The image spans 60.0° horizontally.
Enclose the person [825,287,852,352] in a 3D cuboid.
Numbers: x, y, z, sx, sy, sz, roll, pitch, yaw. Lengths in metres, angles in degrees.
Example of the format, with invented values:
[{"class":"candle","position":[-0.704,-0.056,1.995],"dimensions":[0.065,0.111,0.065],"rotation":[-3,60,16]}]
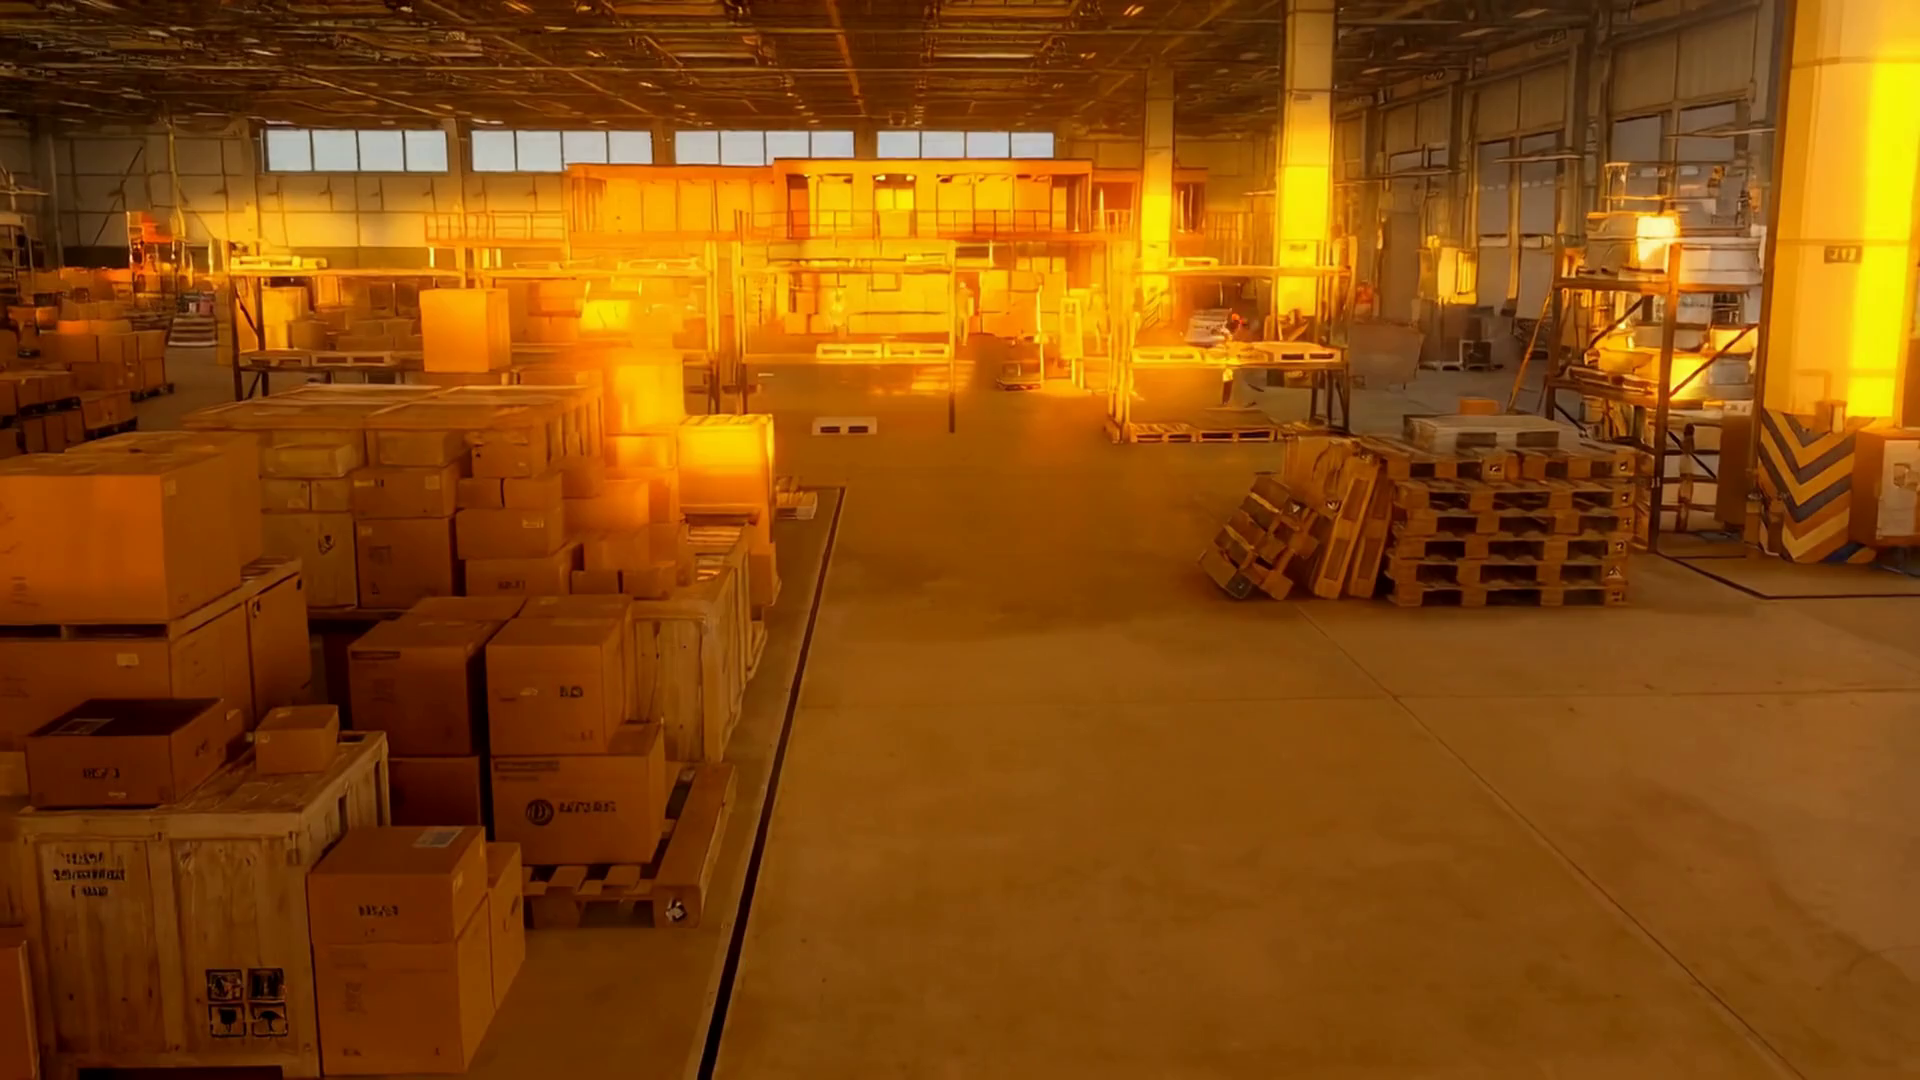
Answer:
[{"class":"person","position":[-3.060,-5.368,41.650],"dimensions":[0.594,1.885,0.925],"rotation":[3,11,16]}]

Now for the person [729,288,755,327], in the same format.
[{"class":"person","position":[-5.856,-5.871,44.722],"dimensions":[0.637,1.794,0.951],"rotation":[-8,13,-38]}]

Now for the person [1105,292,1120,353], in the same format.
[{"class":"person","position":[3.442,-4.511,36.811],"dimensions":[0.587,1.918,0.410],"rotation":[-7,13,-36]}]

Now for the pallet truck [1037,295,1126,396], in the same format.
[{"class":"pallet truck","position":[2.483,-3.881,33.060],"dimensions":[1.885,1.965,0.823],"rotation":[-7,13,-36]}]

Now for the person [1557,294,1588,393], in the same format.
[{"class":"person","position":[12.307,-3.941,33.401],"dimensions":[0.621,1.992,0.397],"rotation":[1,10,6]}]

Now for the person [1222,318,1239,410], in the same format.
[{"class":"person","position":[4.788,-3.076,29.409],"dimensions":[0.318,1.698,0.535],"rotation":[4,11,21]}]

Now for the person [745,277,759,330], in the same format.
[{"class":"person","position":[-7.428,-8.156,57.413],"dimensions":[0.889,1.813,0.624],"rotation":[-3,11,-15]}]

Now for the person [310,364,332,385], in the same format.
[{"class":"person","position":[-6.247,-0.813,16.391],"dimensions":[0.505,1.847,0.344],"rotation":[3,11,16]}]

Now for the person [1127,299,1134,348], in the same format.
[{"class":"person","position":[3.893,-4.935,39.712],"dimensions":[0.510,1.703,0.861],"rotation":[-3,11,-15]}]

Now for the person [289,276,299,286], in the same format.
[{"class":"person","position":[-19.662,-6.800,49.236],"dimensions":[0.626,2.024,0.432],"rotation":[-10,14,-43]}]

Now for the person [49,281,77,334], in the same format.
[{"class":"person","position":[-23.291,-5.753,43.369],"dimensions":[0.535,2.000,0.768],"rotation":[1,10,8]}]

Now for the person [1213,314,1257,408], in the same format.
[{"class":"person","position":[5.086,-3.273,30.442],"dimensions":[0.904,1.723,0.525],"rotation":[-2,10,-10]}]

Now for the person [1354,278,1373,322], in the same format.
[{"class":"person","position":[12.773,-7.332,52.574],"dimensions":[0.552,1.910,0.943],"rotation":[7,12,33]}]

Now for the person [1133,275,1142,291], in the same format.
[{"class":"person","position":[6.999,-9.581,64.944],"dimensions":[0.637,1.957,0.898],"rotation":[-7,12,-34]}]

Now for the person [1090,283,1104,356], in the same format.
[{"class":"person","position":[3.632,-5.864,44.258],"dimensions":[0.403,1.943,0.606],"rotation":[1,10,6]}]

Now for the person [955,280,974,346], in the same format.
[{"class":"person","position":[0.089,-6.670,48.876],"dimensions":[0.628,1.901,0.878],"rotation":[0,10,2]}]

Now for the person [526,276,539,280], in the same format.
[{"class":"person","position":[-17.704,-10.263,69.076],"dimensions":[0.600,1.837,0.999],"rotation":[2,10,9]}]
